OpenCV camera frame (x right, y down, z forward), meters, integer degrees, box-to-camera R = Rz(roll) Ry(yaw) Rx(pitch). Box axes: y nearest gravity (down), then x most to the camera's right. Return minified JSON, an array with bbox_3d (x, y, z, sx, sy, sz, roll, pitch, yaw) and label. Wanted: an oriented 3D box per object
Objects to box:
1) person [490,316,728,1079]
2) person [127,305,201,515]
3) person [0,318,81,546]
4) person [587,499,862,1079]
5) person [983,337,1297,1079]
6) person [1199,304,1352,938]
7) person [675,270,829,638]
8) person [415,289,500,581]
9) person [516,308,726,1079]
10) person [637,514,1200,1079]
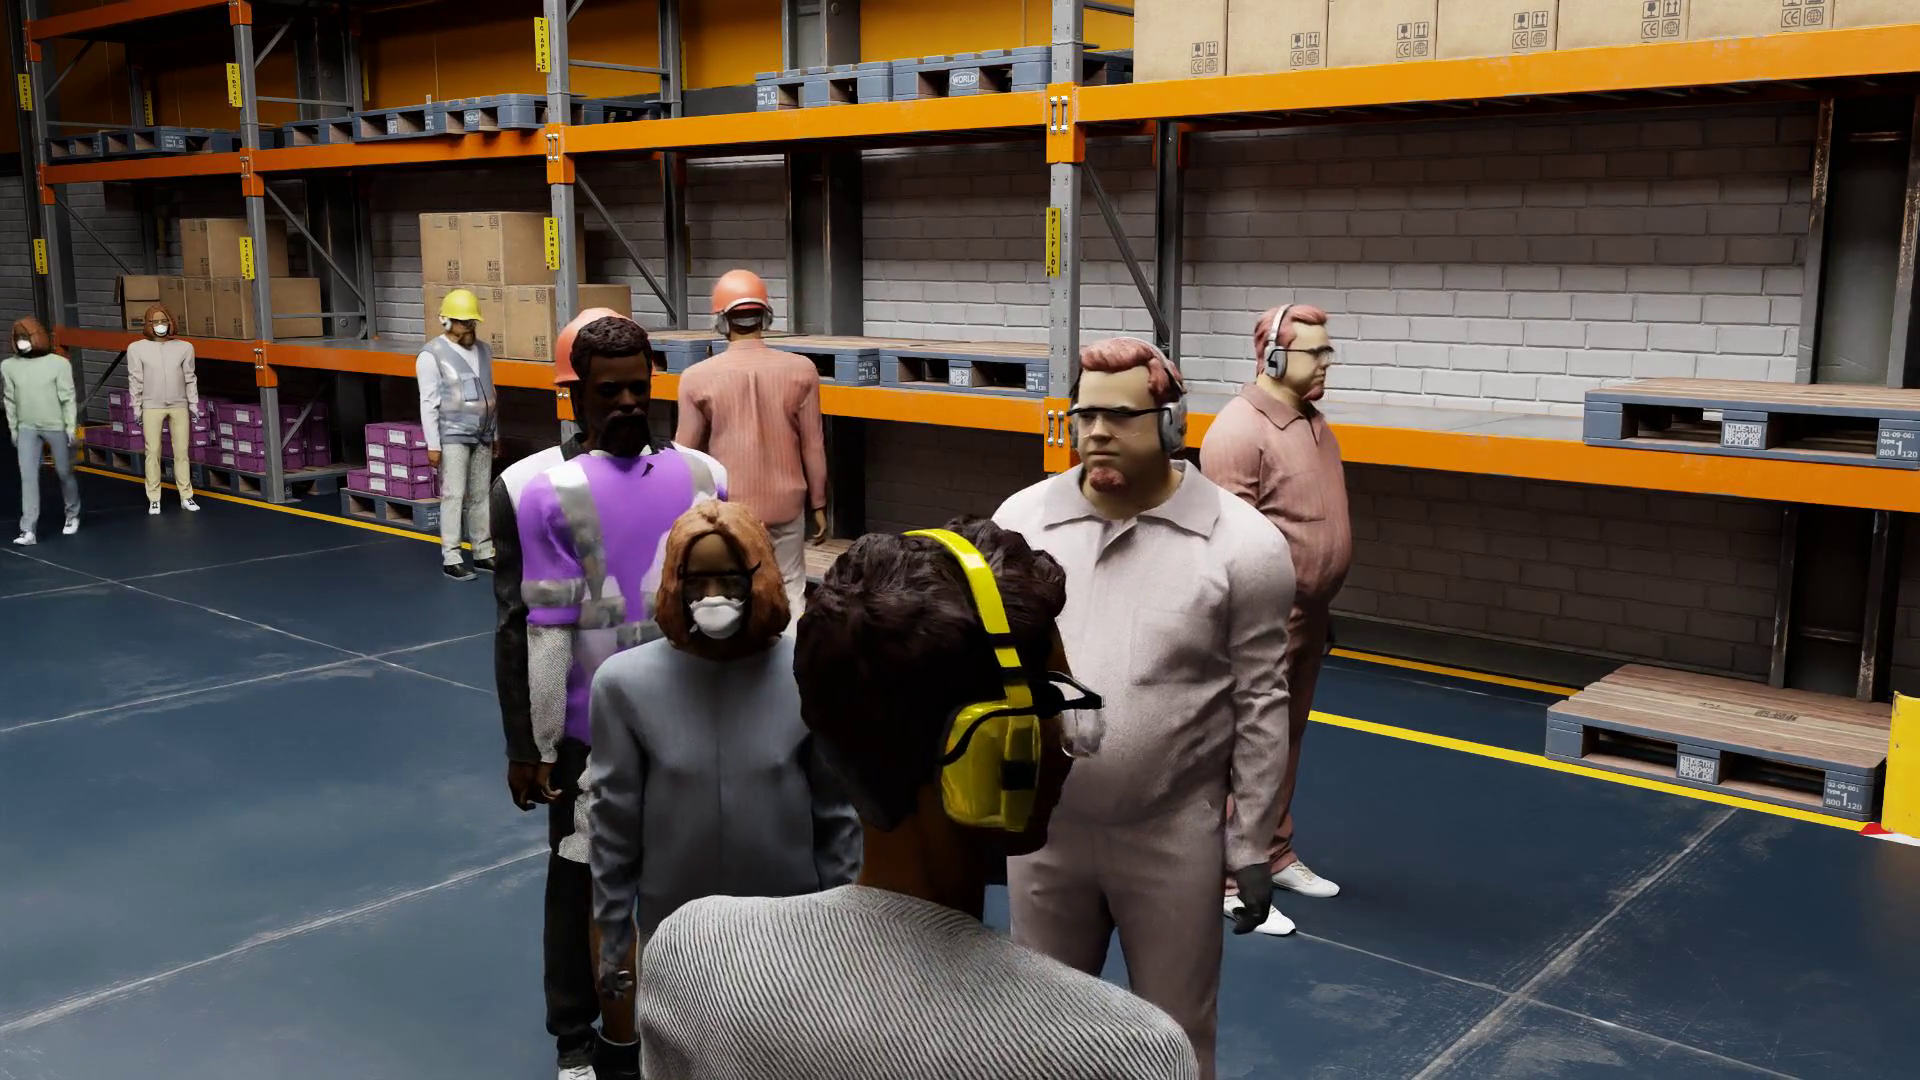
[{"bbox_3d":[-0.816,0.426,4.006,0.596,1.917,0.380,-7,12,-33],"label":"person"},{"bbox_3d":[-6.235,-1.021,13.055,0.503,1.633,0.280,-8,13,-38],"label":"person"},{"bbox_3d":[-6.507,-0.780,11.805,0.519,1.587,0.854,-1,10,-8],"label":"person"},{"bbox_3d":[-0.426,0.729,3.090,0.503,1.632,0.274,-1,10,-7],"label":"person"},{"bbox_3d":[0.309,0.559,3.276,0.642,1.910,0.401,4,11,24],"label":"person"},{"bbox_3d":[0.996,0.232,5.139,0.409,1.909,0.639,7,12,34],"label":"person"},{"bbox_3d":[-0.888,-0.148,7.090,0.643,1.984,0.422,-2,10,-14],"label":"person"},{"bbox_3d":[-3.128,-0.660,10.476,0.404,1.819,0.598,5,11,27],"label":"person"},{"bbox_3d":[-0.823,0.412,4.038,0.551,1.932,0.376,-9,14,-42],"label":"person"},{"bbox_3d":[-0.032,0.912,1.410,0.514,1.860,0.327,5,11,27],"label":"person"}]
